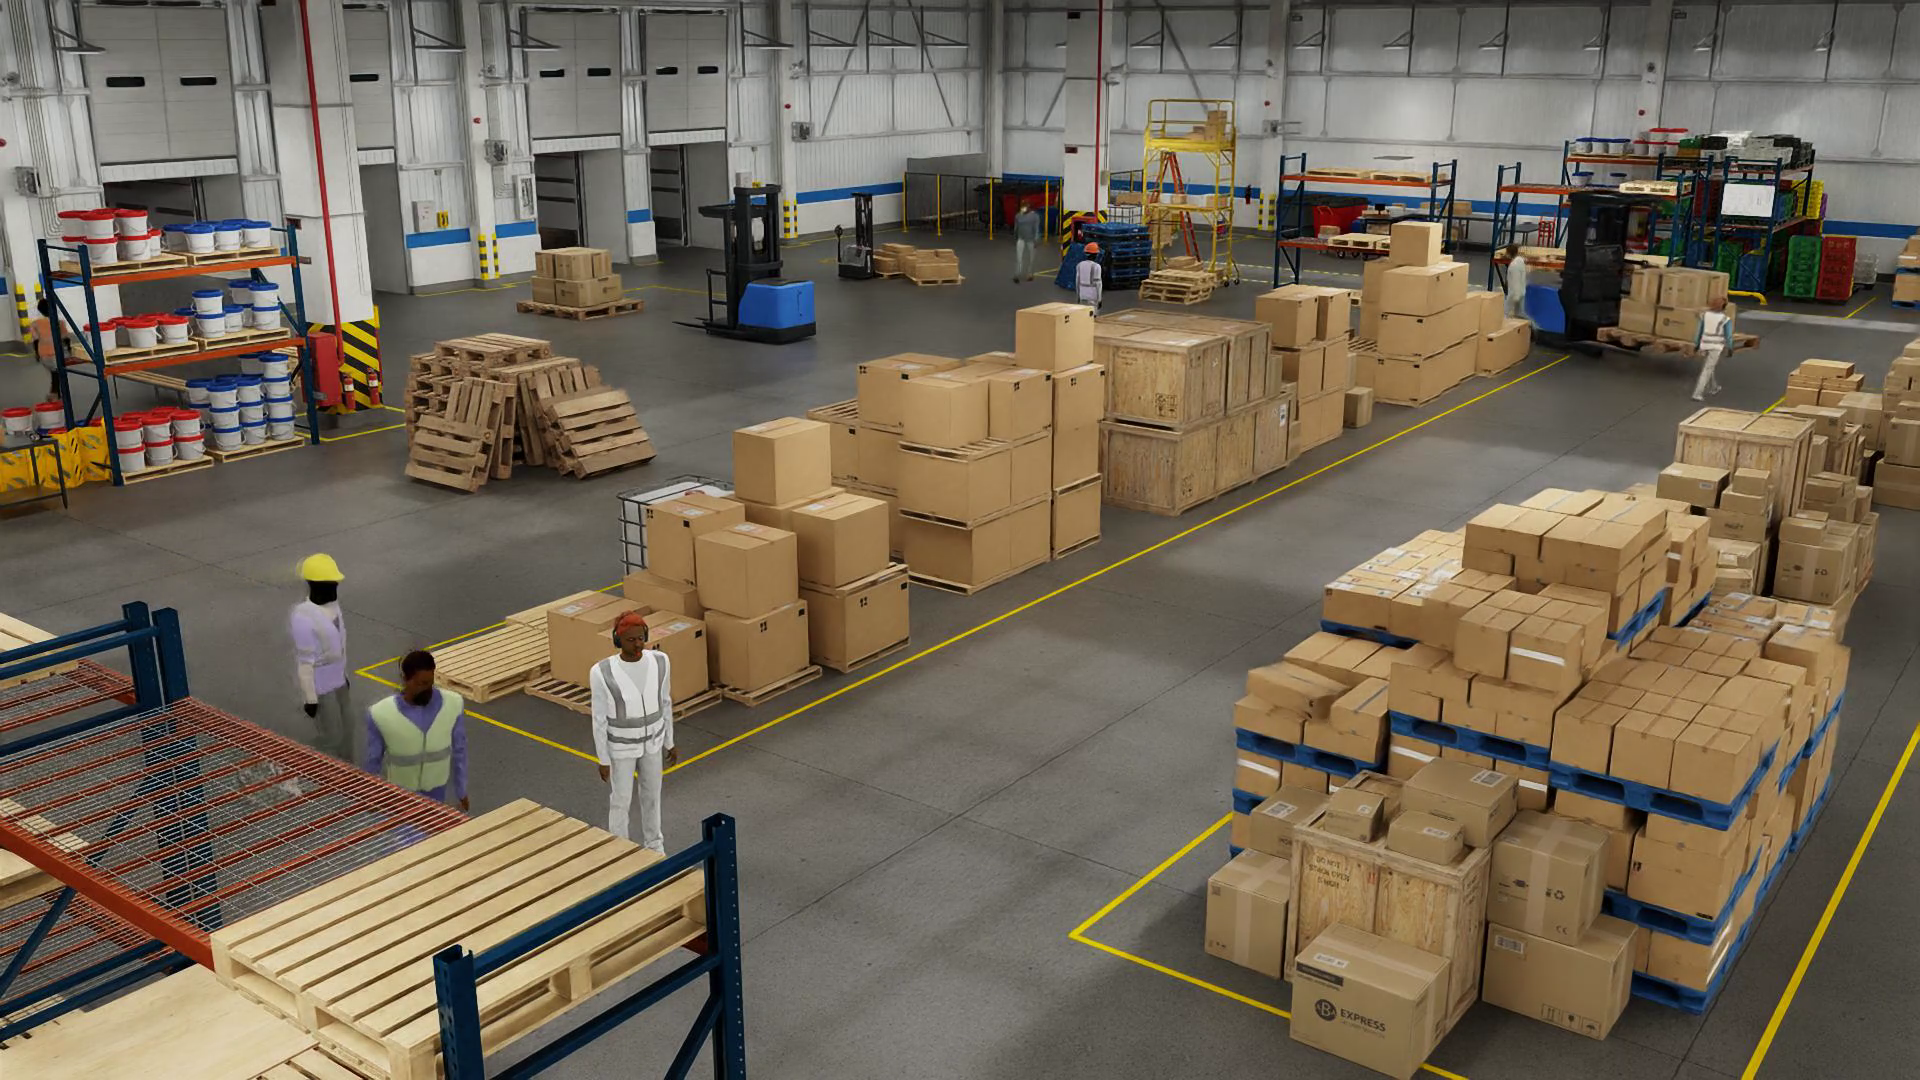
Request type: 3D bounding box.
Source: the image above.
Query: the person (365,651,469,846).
[{"bbox_3d":[-3.390,1.542,10.412,0.602,1.870,0.940,-13,21,-36],"label":"person"}]

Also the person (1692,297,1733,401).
[{"bbox_3d":[11.692,-2.962,25.771,0.878,1.584,0.541,-10,20,-30],"label":"person"}]

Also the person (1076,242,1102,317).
[{"bbox_3d":[2.344,-4.370,29.851,0.552,1.935,0.374,16,23,42],"label":"person"}]

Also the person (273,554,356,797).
[{"bbox_3d":[-4.675,1.012,12.090,0.608,1.911,0.592,0,17,0],"label":"person"}]

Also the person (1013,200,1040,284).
[{"bbox_3d":[1.499,-6.809,38.036,0.635,1.870,1.058,5,18,16],"label":"person"}]

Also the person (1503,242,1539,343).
[{"bbox_3d":[10.208,-4.455,30.210,0.806,1.903,0.669,8,19,25],"label":"person"}]

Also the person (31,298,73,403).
[{"bbox_3d":[-13.740,-2.810,25.127,0.536,1.675,0.674,1,17,3],"label":"person"}]

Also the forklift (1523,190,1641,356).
[{"bbox_3d":[11.232,-4.863,29.877,1.129,2.768,1.873,-9,19,-28],"label":"forklift"}]

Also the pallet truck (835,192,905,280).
[{"bbox_3d":[-1.936,-7.159,38.982,1.885,1.965,0.823,-12,21,-34],"label":"pallet truck"}]

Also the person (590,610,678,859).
[{"bbox_3d":[-2.128,1.371,10.936,0.576,1.882,0.355,-13,21,-37],"label":"person"}]

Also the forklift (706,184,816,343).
[{"bbox_3d":[-3.717,-5.181,30.929,1.873,2.768,1.129,12,21,35],"label":"forklift"}]
